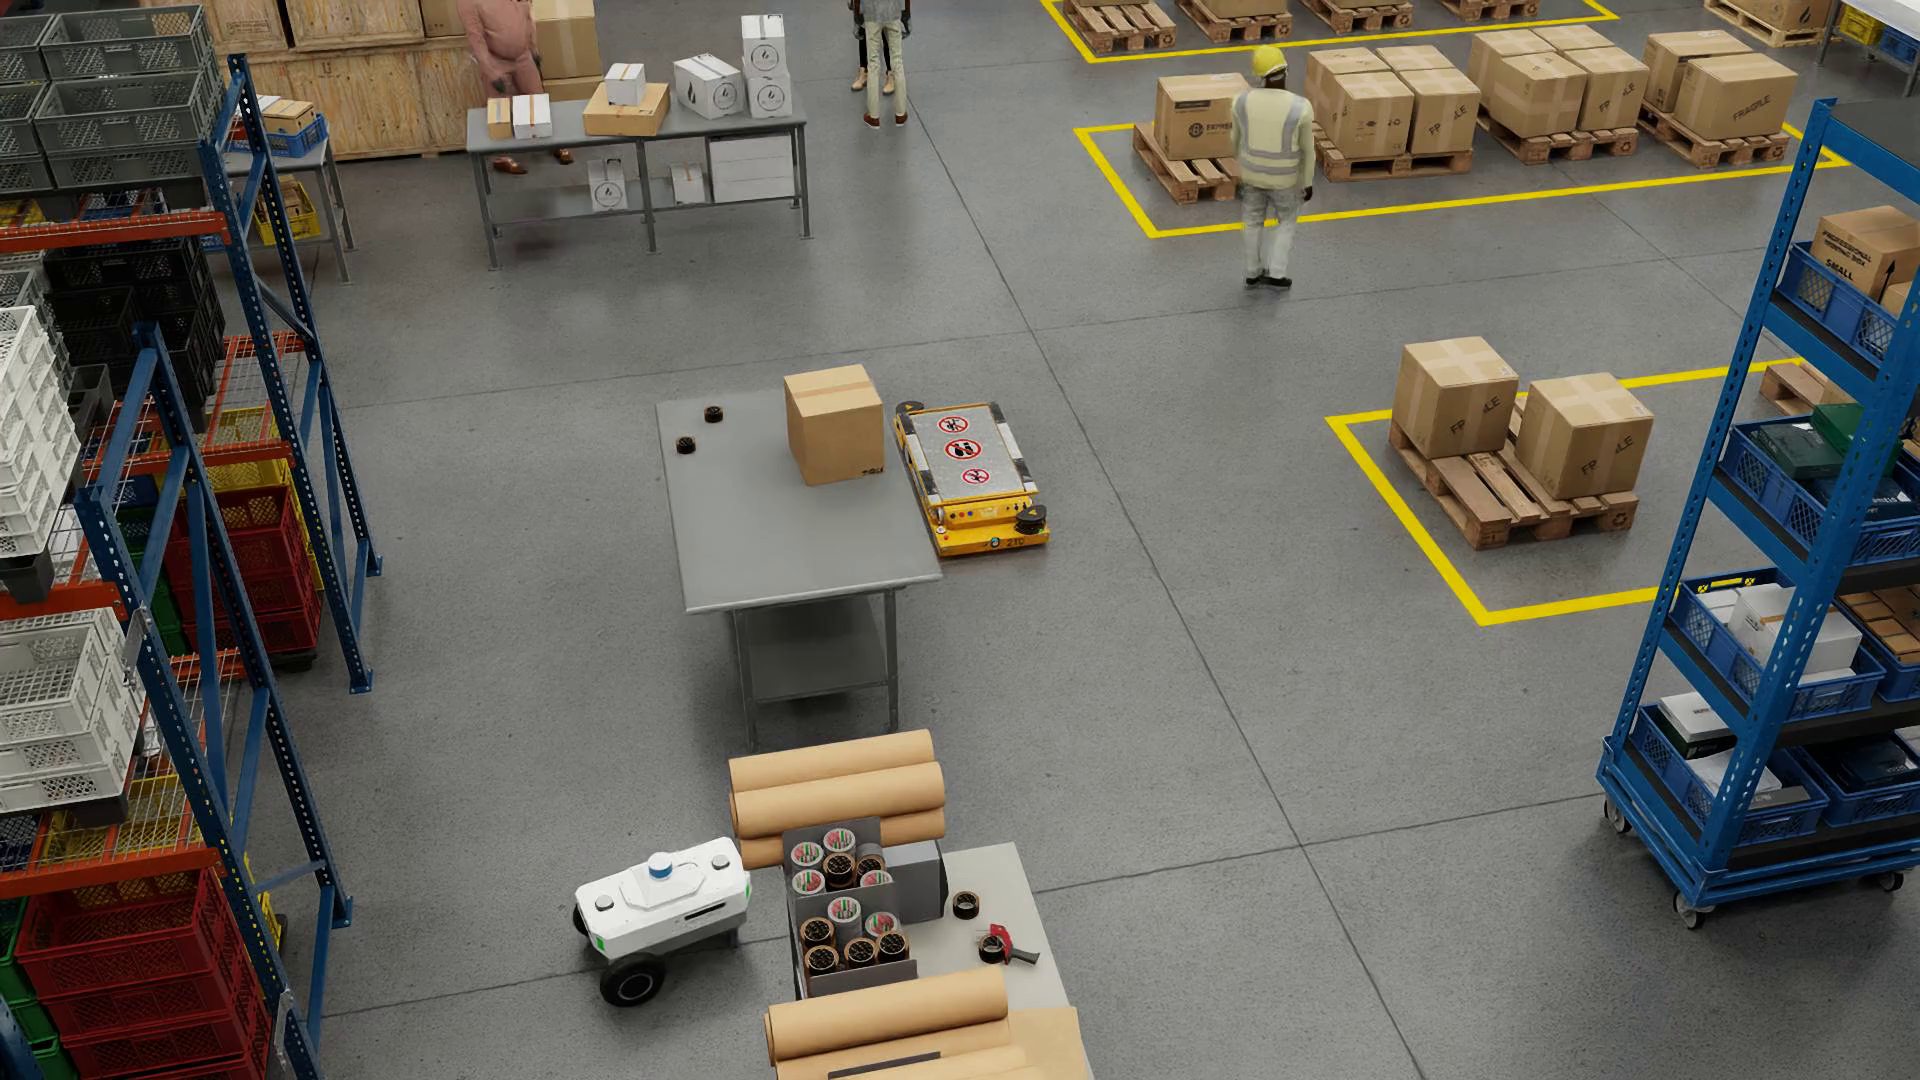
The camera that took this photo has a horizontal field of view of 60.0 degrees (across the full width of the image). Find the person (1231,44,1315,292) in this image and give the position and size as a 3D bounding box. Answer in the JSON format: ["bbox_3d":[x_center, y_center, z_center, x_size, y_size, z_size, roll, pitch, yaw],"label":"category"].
[{"bbox_3d":[2.188,-2.588,11.740,0.617,1.798,0.404,16,40,20],"label":"person"}]

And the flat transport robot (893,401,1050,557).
[{"bbox_3d":[0.046,-0.430,10.108,0.652,0.197,1.431,-8,37,-10],"label":"flat transport robot"}]

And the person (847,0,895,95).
[{"bbox_3d":[-0.768,-4.836,14.842,0.535,1.700,0.318,12,38,15],"label":"person"}]

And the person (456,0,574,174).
[{"bbox_3d":[-3.630,-3.870,13.409,0.448,1.862,0.708,26,44,30],"label":"person"}]

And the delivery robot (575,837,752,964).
[{"bbox_3d":[-1.262,1.542,7.146,0.707,0.478,0.477,-17,40,-21],"label":"delivery robot"}]

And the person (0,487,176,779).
[{"bbox_3d":[-4.059,0.426,7.617,0.585,1.881,0.337,-22,42,-27],"label":"person"}]

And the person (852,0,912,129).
[{"bbox_3d":[-0.664,-4.439,14.167,0.514,1.872,0.328,-7,37,-9],"label":"person"}]
